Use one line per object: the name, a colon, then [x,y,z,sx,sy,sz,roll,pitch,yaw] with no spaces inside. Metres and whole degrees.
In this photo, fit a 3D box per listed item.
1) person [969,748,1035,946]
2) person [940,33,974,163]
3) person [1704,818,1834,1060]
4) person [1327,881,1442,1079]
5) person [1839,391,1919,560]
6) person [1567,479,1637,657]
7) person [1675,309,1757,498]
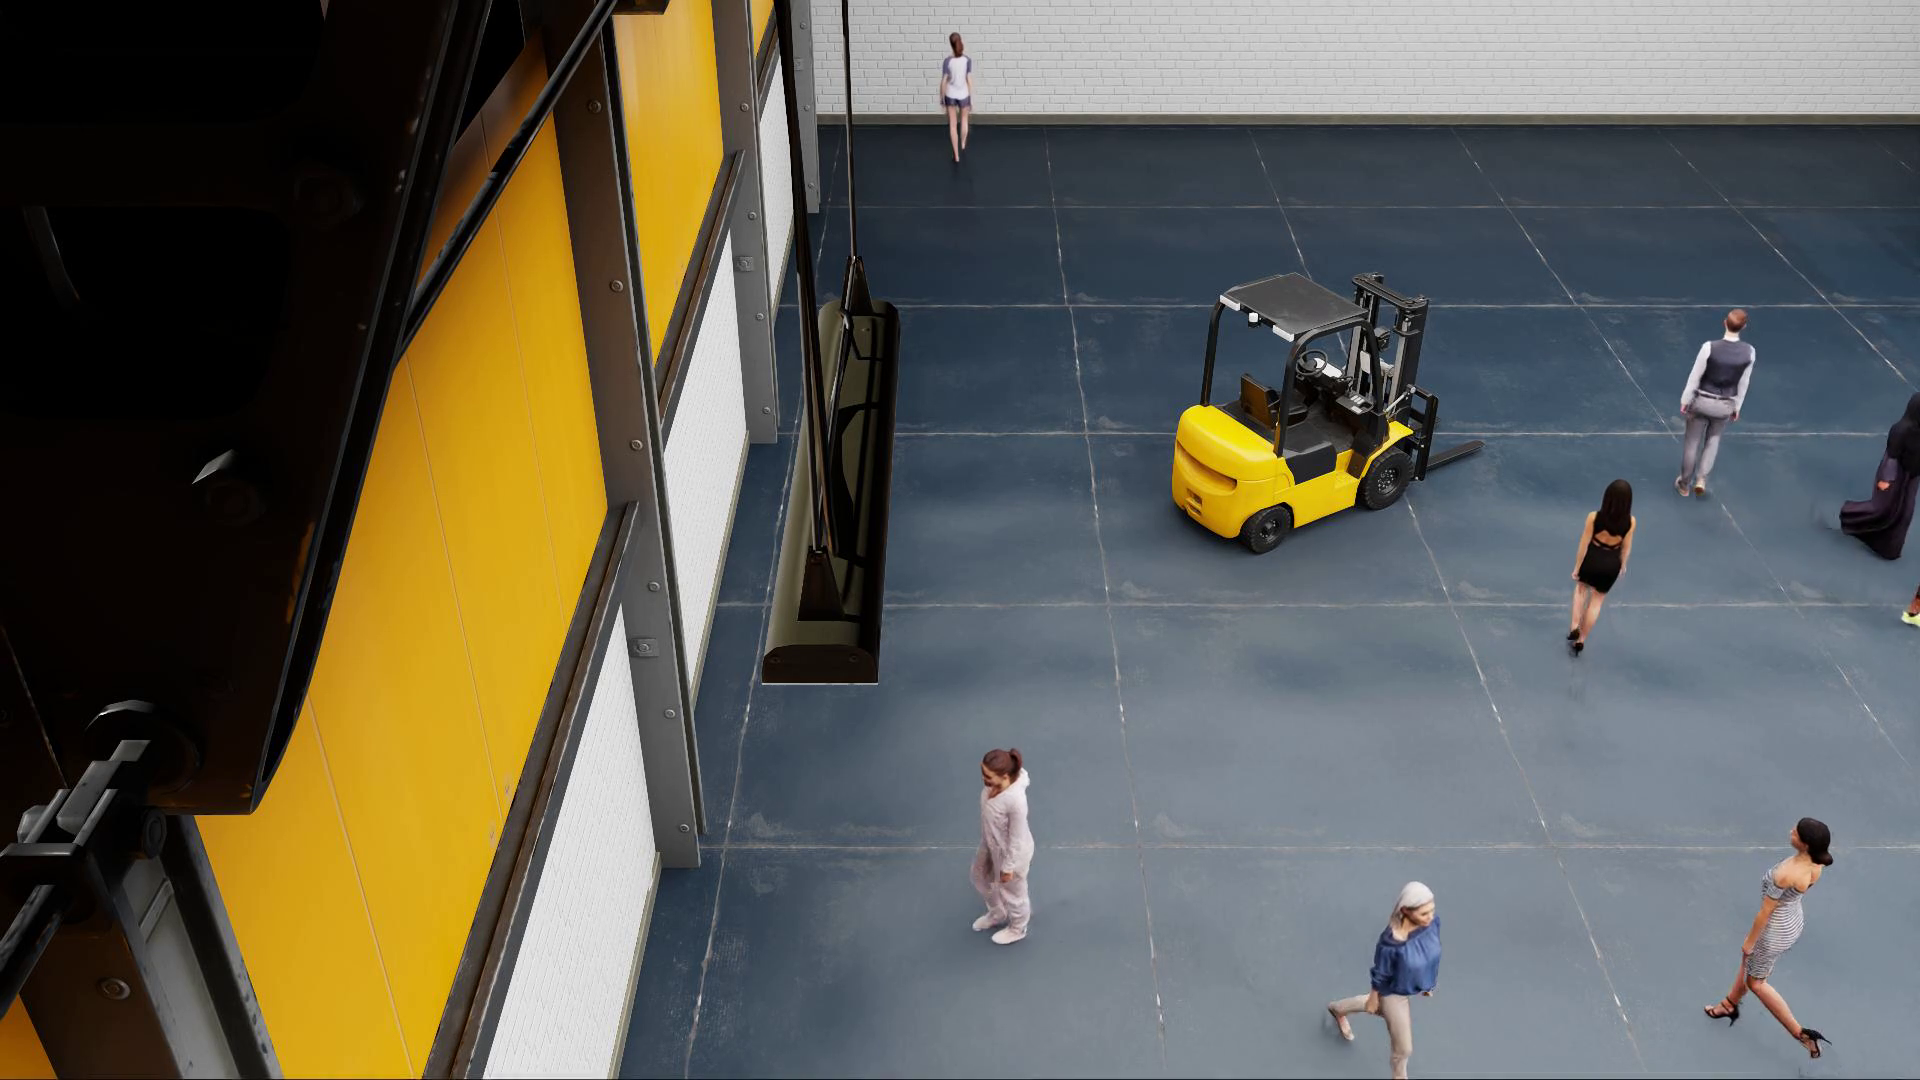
person: [0.378,1.974,10.914,0.794,1.675,0.671,-14,36,-20]
person: [-0.036,-6.087,22.976,0.684,1.748,0.951,-4,34,-6]
person: [5.022,2.447,10.090,0.954,1.799,1.053,-24,41,-32]
person: [2.548,2.626,9.948,1.063,1.659,1.213,-23,40,-31]
person: [8.351,-0.625,14.888,0.793,1.603,0.963,-13,36,-18]
person: [5.195,0.274,13.508,0.648,1.635,0.667,10,35,15]
person: [7.029,-1.221,15.492,0.778,1.927,0.800,8,34,12]
